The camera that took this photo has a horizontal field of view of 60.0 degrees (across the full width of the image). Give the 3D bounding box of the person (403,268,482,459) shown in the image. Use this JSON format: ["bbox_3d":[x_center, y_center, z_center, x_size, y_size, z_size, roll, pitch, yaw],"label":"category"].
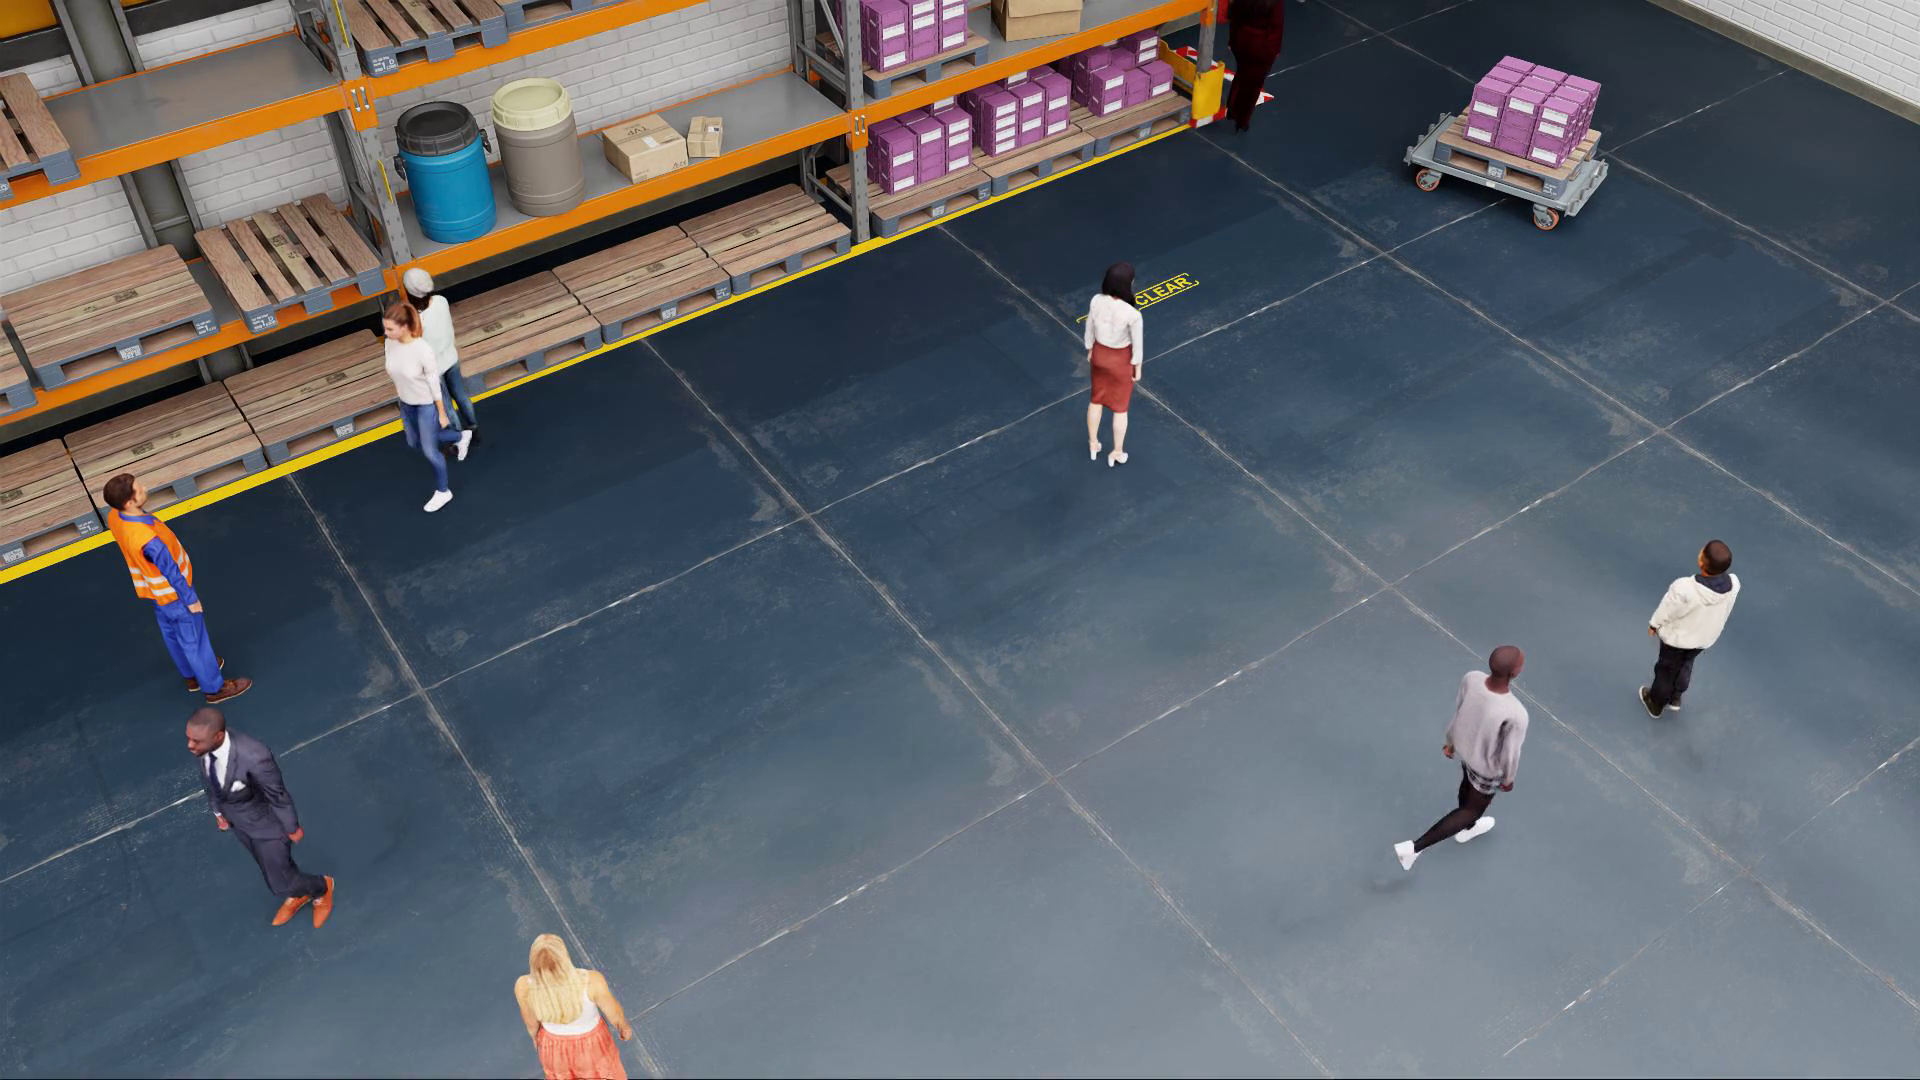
[{"bbox_3d":[-3.867,-1.321,12.335,0.701,1.644,0.580,18,47,18],"label":"person"}]

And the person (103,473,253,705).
[{"bbox_3d":[-4.987,0.303,10.471,0.749,1.864,0.706,29,51,27],"label":"person"}]

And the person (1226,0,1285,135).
[{"bbox_3d":[2.723,-4.623,15.728,0.737,1.745,0.766,31,52,28],"label":"person"}]

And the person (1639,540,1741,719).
[{"bbox_3d":[4.605,0.619,10.443,0.615,1.445,0.732,-3,44,-3],"label":"person"}]

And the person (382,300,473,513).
[{"bbox_3d":[-3.809,-1.014,11.968,0.825,1.707,0.994,22,48,22],"label":"person"}]

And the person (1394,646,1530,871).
[{"bbox_3d":[2.913,1.278,9.527,1.103,1.755,0.728,-20,47,-20],"label":"person"}]

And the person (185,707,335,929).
[{"bbox_3d":[-3.852,1.493,9.261,0.801,1.811,0.786,21,47,21],"label":"person"}]

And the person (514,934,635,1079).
[{"bbox_3d":[-1.892,2.527,8.183,0.886,1.799,0.926,1,44,1],"label":"person"}]

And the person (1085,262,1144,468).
[{"bbox_3d":[1.121,-1.284,12.221,0.670,1.749,0.640,24,49,23],"label":"person"}]
